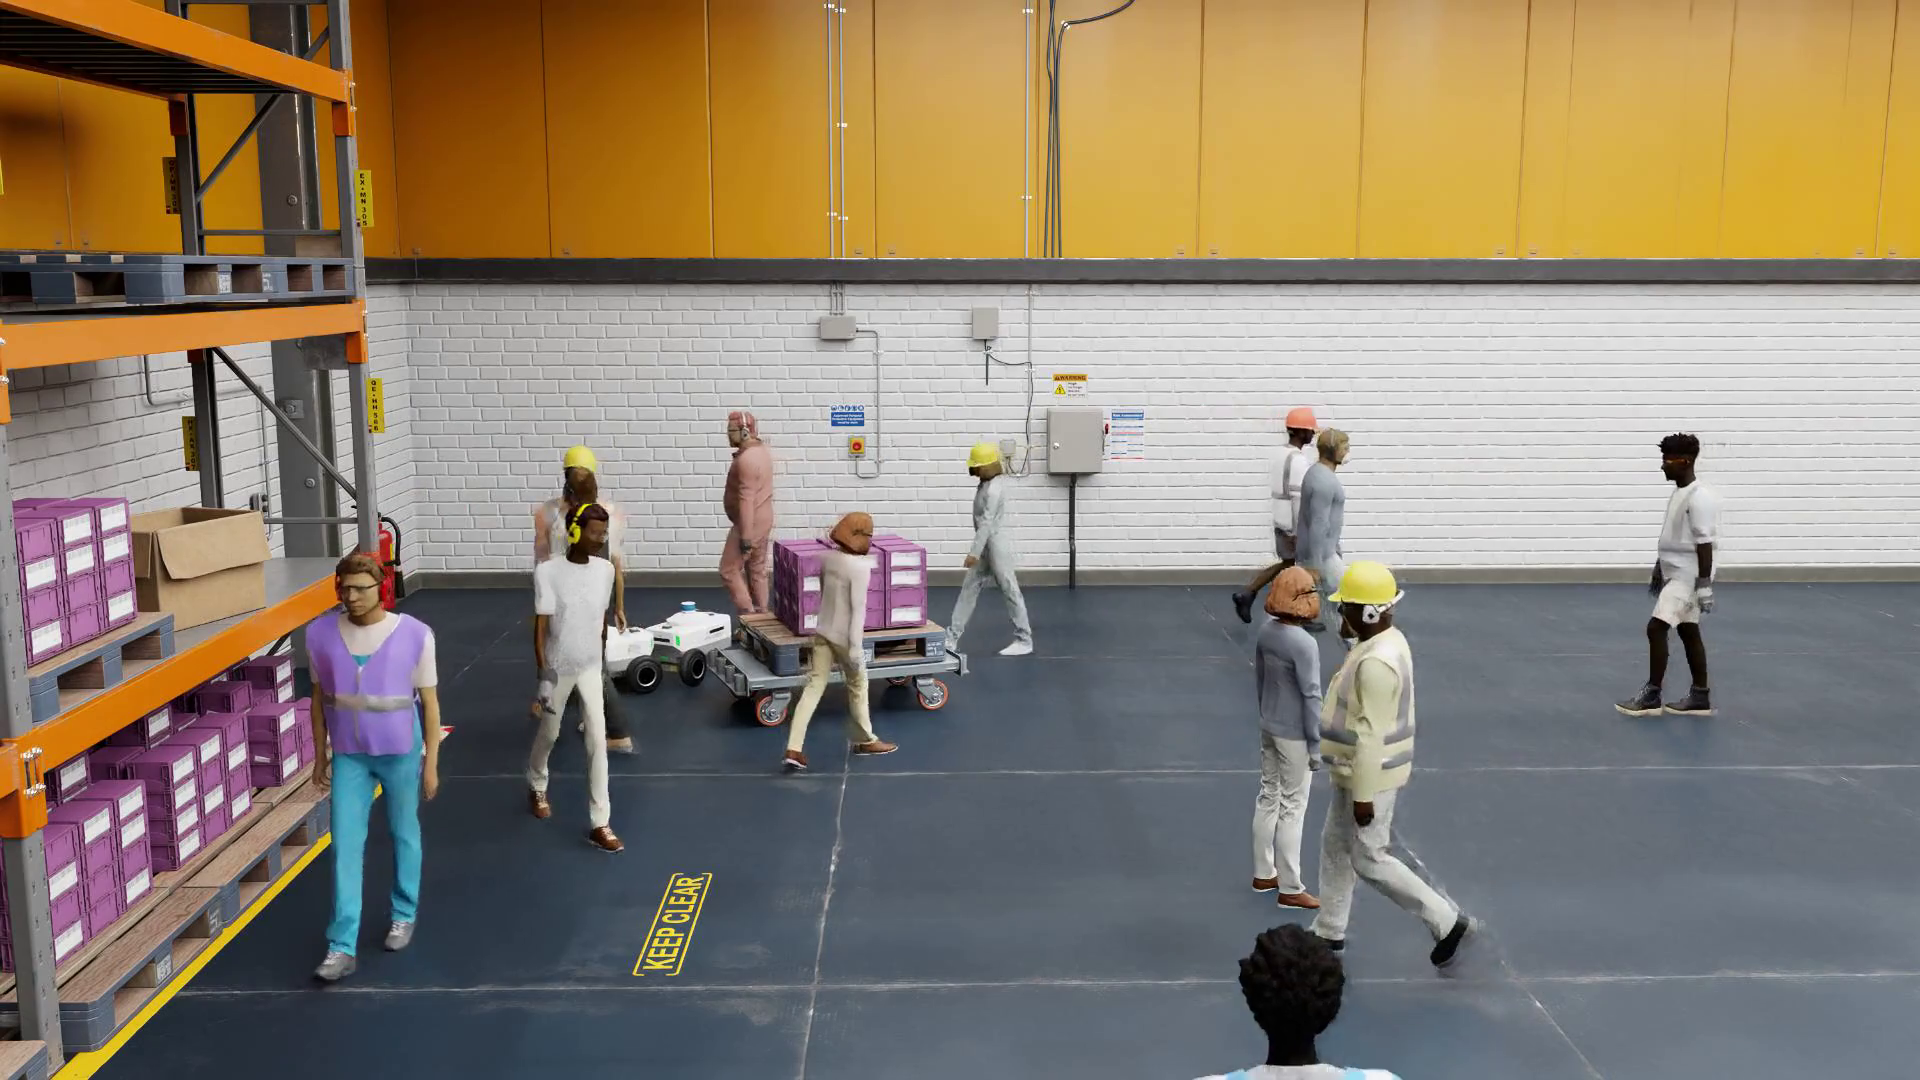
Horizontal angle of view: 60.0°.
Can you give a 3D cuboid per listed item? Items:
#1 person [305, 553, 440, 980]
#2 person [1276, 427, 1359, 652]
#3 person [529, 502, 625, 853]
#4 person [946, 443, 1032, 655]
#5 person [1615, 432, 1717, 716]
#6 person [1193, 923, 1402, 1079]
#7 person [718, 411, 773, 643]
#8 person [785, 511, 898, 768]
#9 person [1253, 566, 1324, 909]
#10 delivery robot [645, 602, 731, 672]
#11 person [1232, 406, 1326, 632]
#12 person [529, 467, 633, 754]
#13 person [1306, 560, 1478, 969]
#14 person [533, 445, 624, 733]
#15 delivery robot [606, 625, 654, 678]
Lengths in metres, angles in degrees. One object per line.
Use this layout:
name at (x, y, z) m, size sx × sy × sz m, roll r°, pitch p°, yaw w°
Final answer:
person at (-2.551, 0.970, 7.147) m, size 0.596 × 1.812 × 0.854 m, roll 0°, pitch 9°, yaw -2°
person at (2.713, 0.114, 12.206) m, size 1.009 × 1.881 × 0.654 m, roll 1°, pitch 9°, yaw 6°
person at (-2.096, 0.690, 8.923) m, size 0.550 × 1.815 × 1.011 m, roll -6°, pitch 11°, yaw -34°
person at (0.161, 0.085, 12.967) m, size 0.923 × 1.683 × 0.497 m, roll -2°, pitch 9°, yaw -11°
person at (4.776, 0.241, 11.255) m, size 0.792 × 1.934 × 0.617 m, roll 2°, pitch 9°, yaw 11°
person at (0.699, 1.639, 3.496) m, size 0.537 × 1.673 × 0.765 m, roll 1°, pitch 9°, yaw 5°
person at (-1.743, -0.106, 13.543) m, size 0.442 × 1.894 × 0.695 m, roll 1°, pitch 9°, yaw 9°
person at (-0.755, 0.606, 10.128) m, size 0.828 × 1.579 × 0.568 m, roll -8°, pitch 12°, yaw -40°
person at (1.577, 0.933, 7.938) m, size 0.286 × 1.636 × 0.499 m, roll -3°, pitch 10°, yaw -19°
delivery robot at (-2.015, 0.703, 12.370) m, size 0.477 × 0.478 × 0.707 m, roll 5°, pitch 10°, yaw 27°
person at (2.693, -0.164, 13.822) m, size 0.701 × 1.914 × 0.552 m, roll -2°, pitch 9°, yaw -12°
person at (-2.424, 0.430, 10.540) m, size 0.990 × 1.785 × 0.519 m, roll 6°, pitch 11°, yaw 31°
person at (1.820, 0.979, 7.149) m, size 0.770 × 1.808 × 0.598 m, roll 2°, pitch 10°, yaw 14°
person at (-2.482, 0.335, 10.784) m, size 0.595 × 1.907 × 0.568 m, roll -4°, pitch 10°, yaw -25°
delivery robot at (-2.564, 0.783, 11.879) m, size 0.707 × 0.478 × 0.477 m, roll -6°, pitch 11°, yaw -34°
